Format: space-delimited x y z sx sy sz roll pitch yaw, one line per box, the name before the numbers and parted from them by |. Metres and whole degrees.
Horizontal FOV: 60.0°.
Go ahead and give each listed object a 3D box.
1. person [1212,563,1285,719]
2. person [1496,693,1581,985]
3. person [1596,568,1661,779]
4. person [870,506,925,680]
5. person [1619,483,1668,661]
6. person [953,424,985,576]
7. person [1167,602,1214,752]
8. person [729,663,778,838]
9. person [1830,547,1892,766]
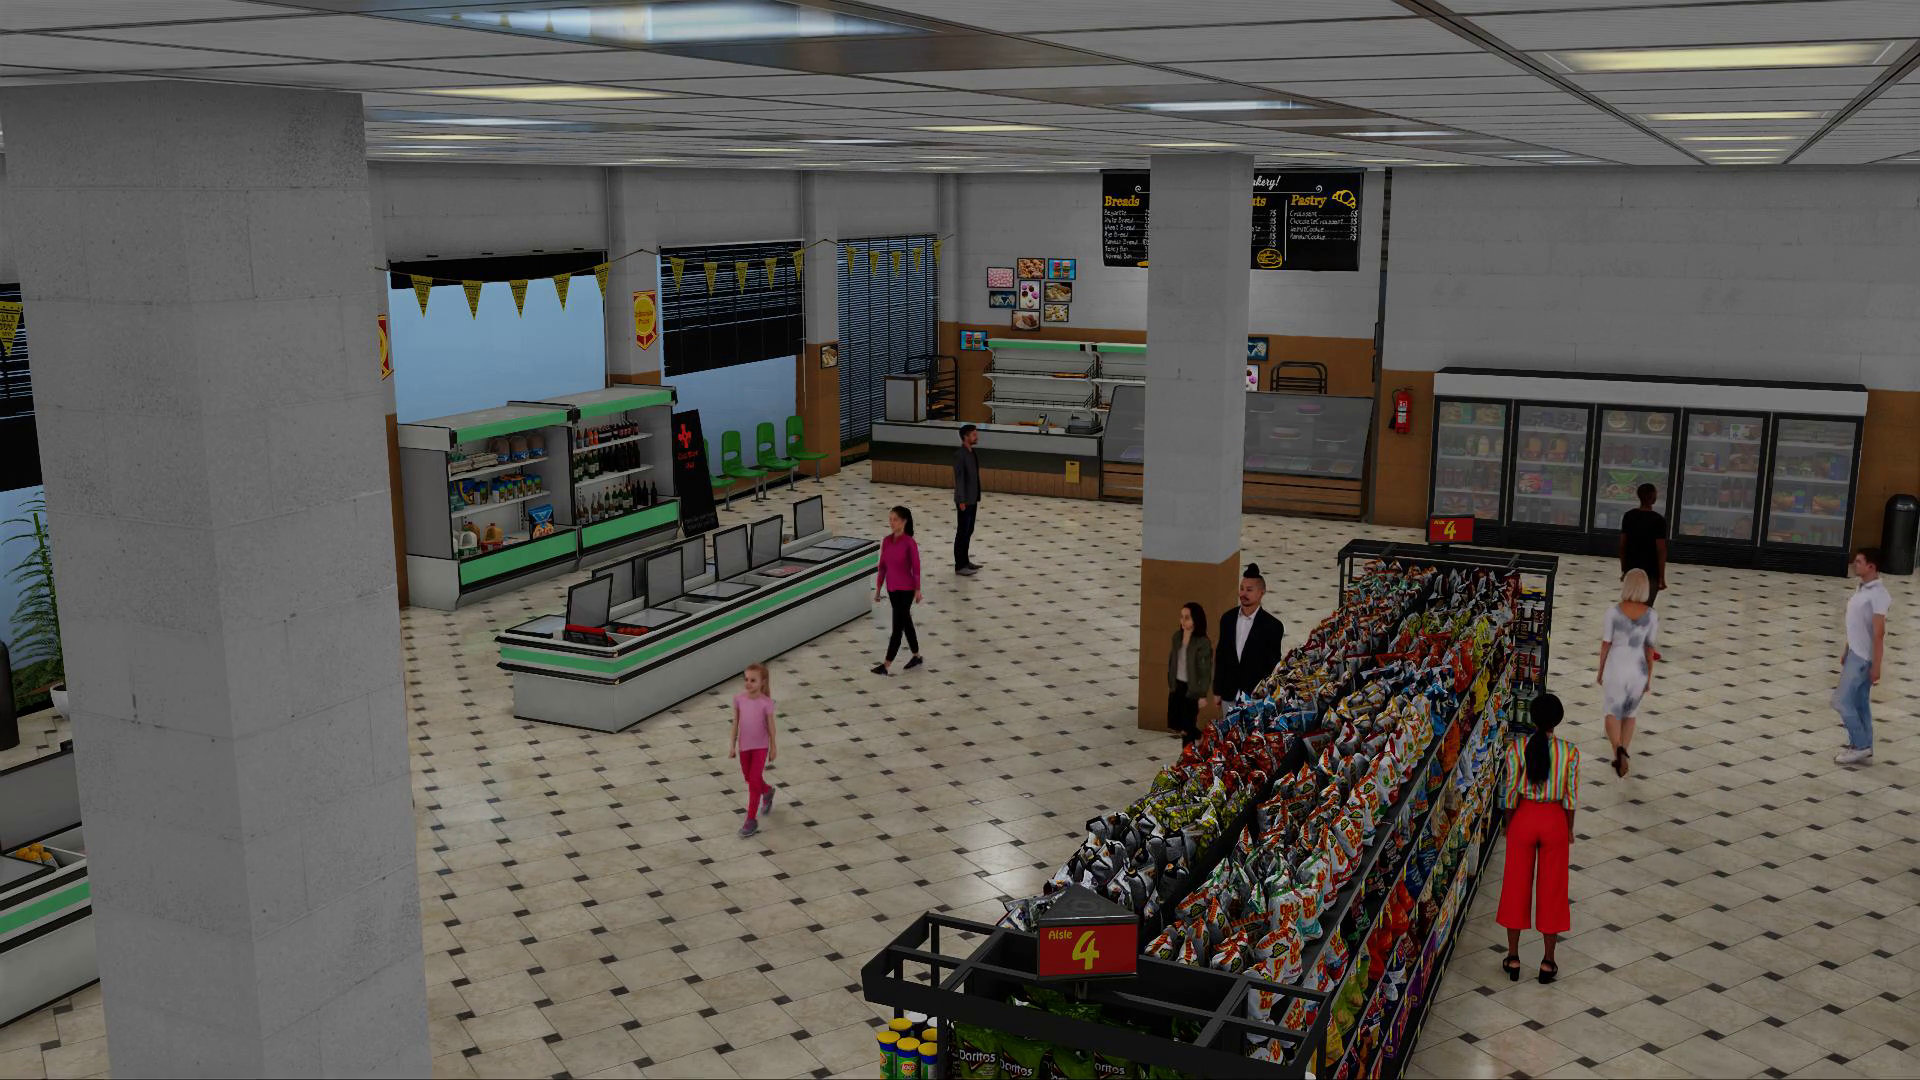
person | 2.189 1.132 12.636 0.762 1.950 0.691 10 15 39
person | 3.460 1.776 9.960 0.617 1.794 0.565 4 12 17
person | 5.337 1.100 13.317 0.699 1.732 0.975 3 12 15
person | -0.518 0.502 16.316 0.795 1.667 1.121 10 16 40
person | 6.907 0.314 16.876 0.715 1.805 0.719 -8 14 -33
person | 0.085 -0.516 20.653 0.789 1.871 0.583 3 12 15
person | 1.886 1.213 13.424 0.912 1.467 0.799 -9 15 -36
person | -1.523 1.528 12.446 0.514 1.253 0.880 5 13 21
person | 7.507 0.977 13.647 0.796 1.836 0.631 3 12 14
